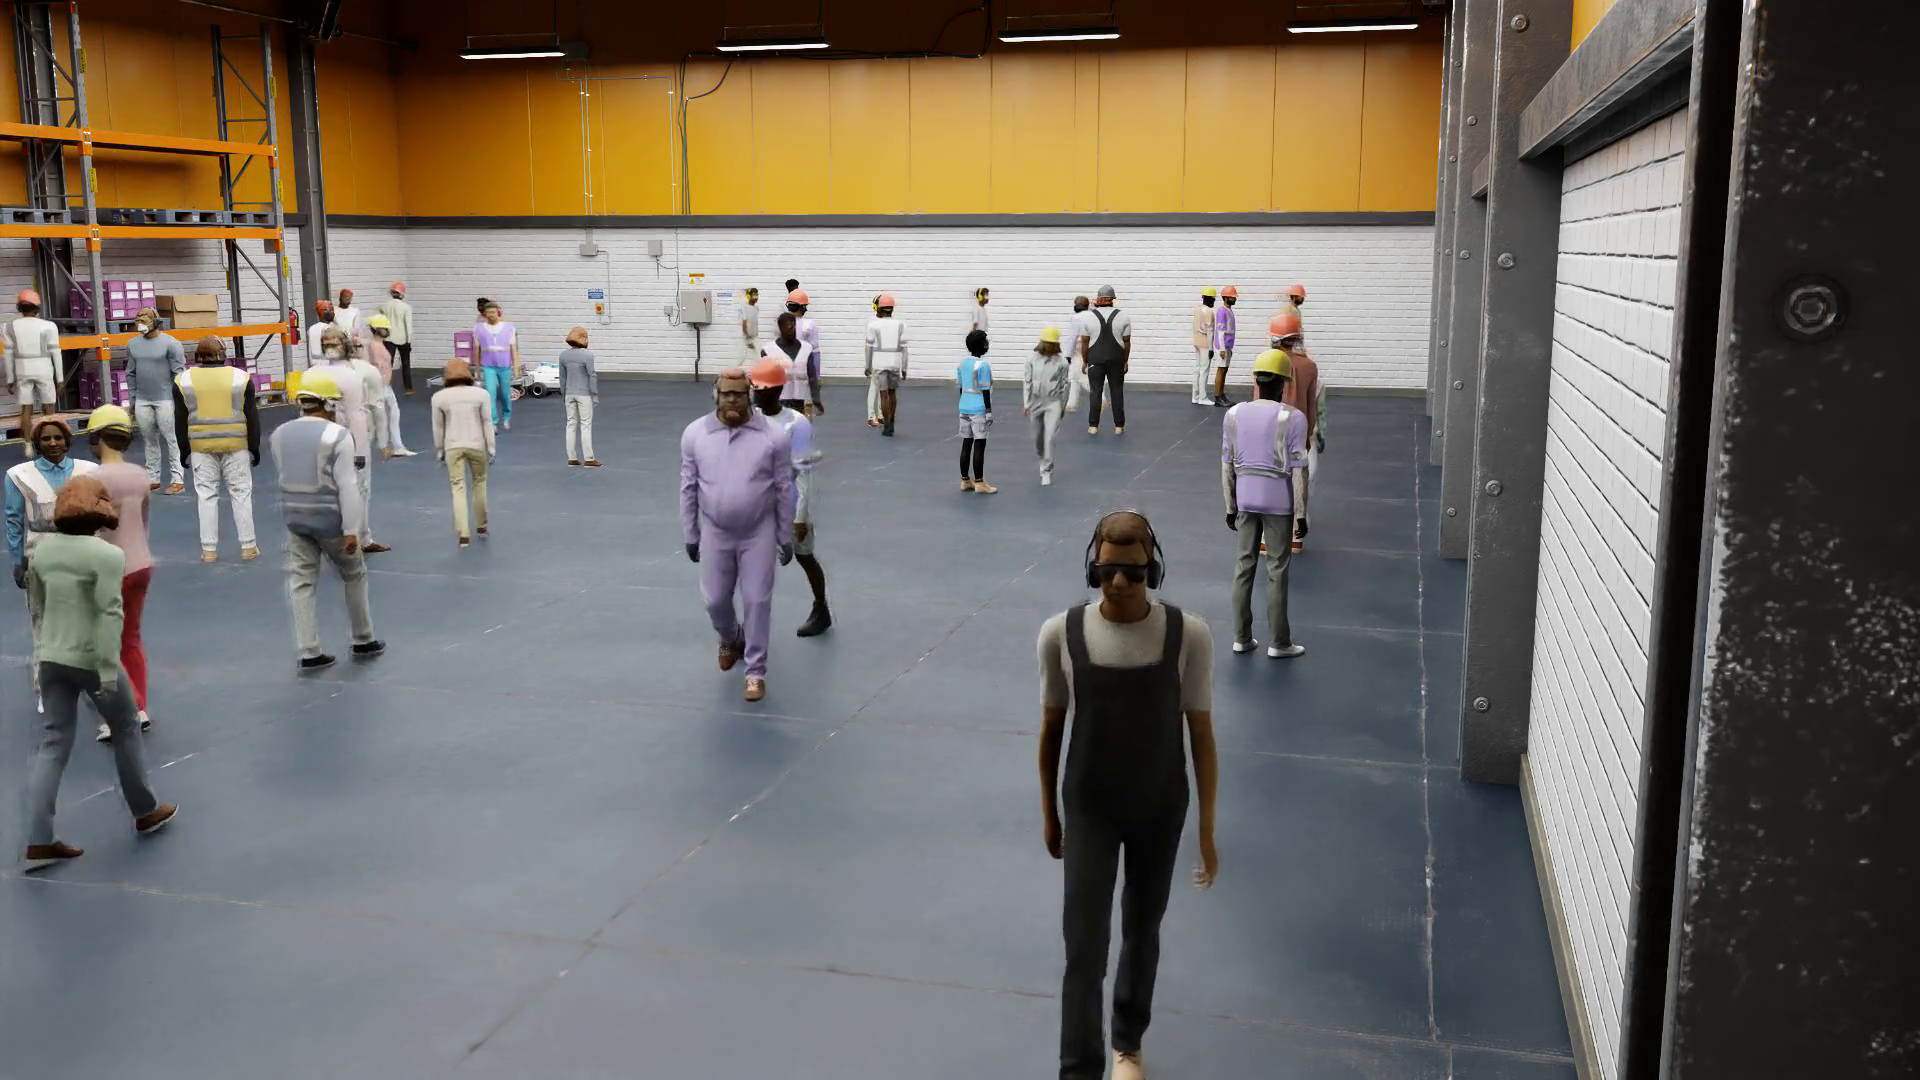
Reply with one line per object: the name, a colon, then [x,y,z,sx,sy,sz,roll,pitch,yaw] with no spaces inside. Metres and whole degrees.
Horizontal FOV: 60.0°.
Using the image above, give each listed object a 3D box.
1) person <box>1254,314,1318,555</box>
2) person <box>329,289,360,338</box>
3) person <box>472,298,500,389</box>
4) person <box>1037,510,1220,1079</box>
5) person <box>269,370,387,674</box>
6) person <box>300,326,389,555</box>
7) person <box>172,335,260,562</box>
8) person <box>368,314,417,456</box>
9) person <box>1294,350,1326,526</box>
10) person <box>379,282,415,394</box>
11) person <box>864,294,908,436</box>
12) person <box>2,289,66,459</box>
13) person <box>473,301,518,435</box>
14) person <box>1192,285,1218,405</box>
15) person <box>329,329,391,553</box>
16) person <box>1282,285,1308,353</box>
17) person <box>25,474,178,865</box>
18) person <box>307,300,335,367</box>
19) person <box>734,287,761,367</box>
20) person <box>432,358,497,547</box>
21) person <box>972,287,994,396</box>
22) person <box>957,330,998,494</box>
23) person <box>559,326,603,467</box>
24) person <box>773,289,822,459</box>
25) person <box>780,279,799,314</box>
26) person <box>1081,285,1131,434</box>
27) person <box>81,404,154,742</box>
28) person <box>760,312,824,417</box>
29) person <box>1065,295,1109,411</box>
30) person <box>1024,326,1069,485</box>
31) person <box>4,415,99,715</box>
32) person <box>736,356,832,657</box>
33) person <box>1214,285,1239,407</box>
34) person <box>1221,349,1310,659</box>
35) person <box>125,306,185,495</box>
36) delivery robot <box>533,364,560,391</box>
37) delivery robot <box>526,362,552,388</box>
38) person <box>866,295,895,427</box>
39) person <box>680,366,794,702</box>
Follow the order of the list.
person: [2.665,-0.865,13.771,0.611,1.997,0.375,-5,11,-25]
person: [-10.383,-3.289,27.938,0.597,1.852,0.736,-7,12,-33]
person: [-8.402,-3.483,29.597,0.881,1.660,0.528,-7,12,-36]
person: [0.473,0.828,4.722,0.516,1.808,0.892,0,10,2]
person: [-3.832,-0.127,10.125,0.589,1.800,0.742,2,10,13]
person: [-5.032,-0.762,13.453,0.661,1.897,0.939,1,10,4]
person: [-6.021,-0.743,13.525,0.633,1.840,0.429,-4,11,-22]
person: [-7.054,-1.857,20.091,0.781,1.740,0.528,-1,10,-8]
person: [3.039,-0.903,15.044,0.537,1.623,0.386,1,10,7]
person: [-9.677,-3.433,28.464,0.621,1.958,0.953,1,10,4]
person: [-1.025,-2.374,22.576,0.548,1.910,0.764,-3,10,-17]
person: [-11.145,-1.998,20.057,0.615,2.041,0.383,-3,10,-14]
person: [-6.380,-2.377,22.859,0.567,1.816,0.814,-3,11,-18]
person: [3.968,-3.139,26.851,0.385,1.922,0.594,-3,10,-15]
person: [-5.054,-0.770,13.575,0.709,1.887,0.652,-8,13,-39]
person: [5.463,-3.172,27.059,0.824,1.912,0.591,6,12,31]
person: [-3.671,0.527,7.009,0.521,1.594,0.804,3,10,17]
person: [-7.896,-2.046,20.786,0.576,1.883,0.354,8,13,37]
person: [-3.826,-3.650,30.028,0.957,1.836,0.505,8,13,37]
person: [-4.273,-0.771,14.370,0.514,1.585,0.822,-3,10,-14]
person: [0.369,-3.367,28.320,0.412,1.860,0.544,4,11,20]
person: [0.169,-1.322,17.207,0.319,1.697,0.533,-6,12,-32]
person: [-4.407,-1.654,19.270,0.498,1.633,0.285,5,11,25]
person: [-1.941,-1.989,20.007,0.605,2.044,0.375,4,11,20]
person: [-3.056,-3.764,30.271,0.366,1.967,0.603,2,10,13]
person: [1.986,-2.470,22.734,0.680,2.000,0.536,1,10,4]
person: [-4.388,0.169,8.641,0.334,1.750,0.553,1,10,6]
person: [-1.836,-1.483,17.630,0.610,1.882,0.975,-7,12,-36]
person: [1.926,-2.855,25.579,0.875,1.818,0.619,6,11,29]
person: [0.954,-1.481,18.087,0.477,1.701,0.817,2,10,11]
person: [-4.953,0.125,9.175,0.514,1.641,0.307,-8,13,-38]
person: [-1.135,-0.237,10.577,0.552,1.877,1.045,6,11,29]
person: [4.253,-3.089,26.531,0.374,1.939,0.545,4,11,23]
person: [1.908,-0.222,10.343,0.585,1.922,0.377,8,13,39]
person: [-8.283,-1.430,17.133,0.635,1.938,0.361,2,10,9]
delivery robot: [-6.844,-2.726,28.129,0.707,0.478,0.477,0,10,2]
delivery robot: [-7.156,-2.815,28.633,0.707,0.478,0.477,-8,13,-39]
person: [-1.126,-2.547,23.659,0.311,1.869,0.534,8,13,39]
person: [-1.266,-0.057,9.522,0.651,1.890,0.611,0,10,-1]
